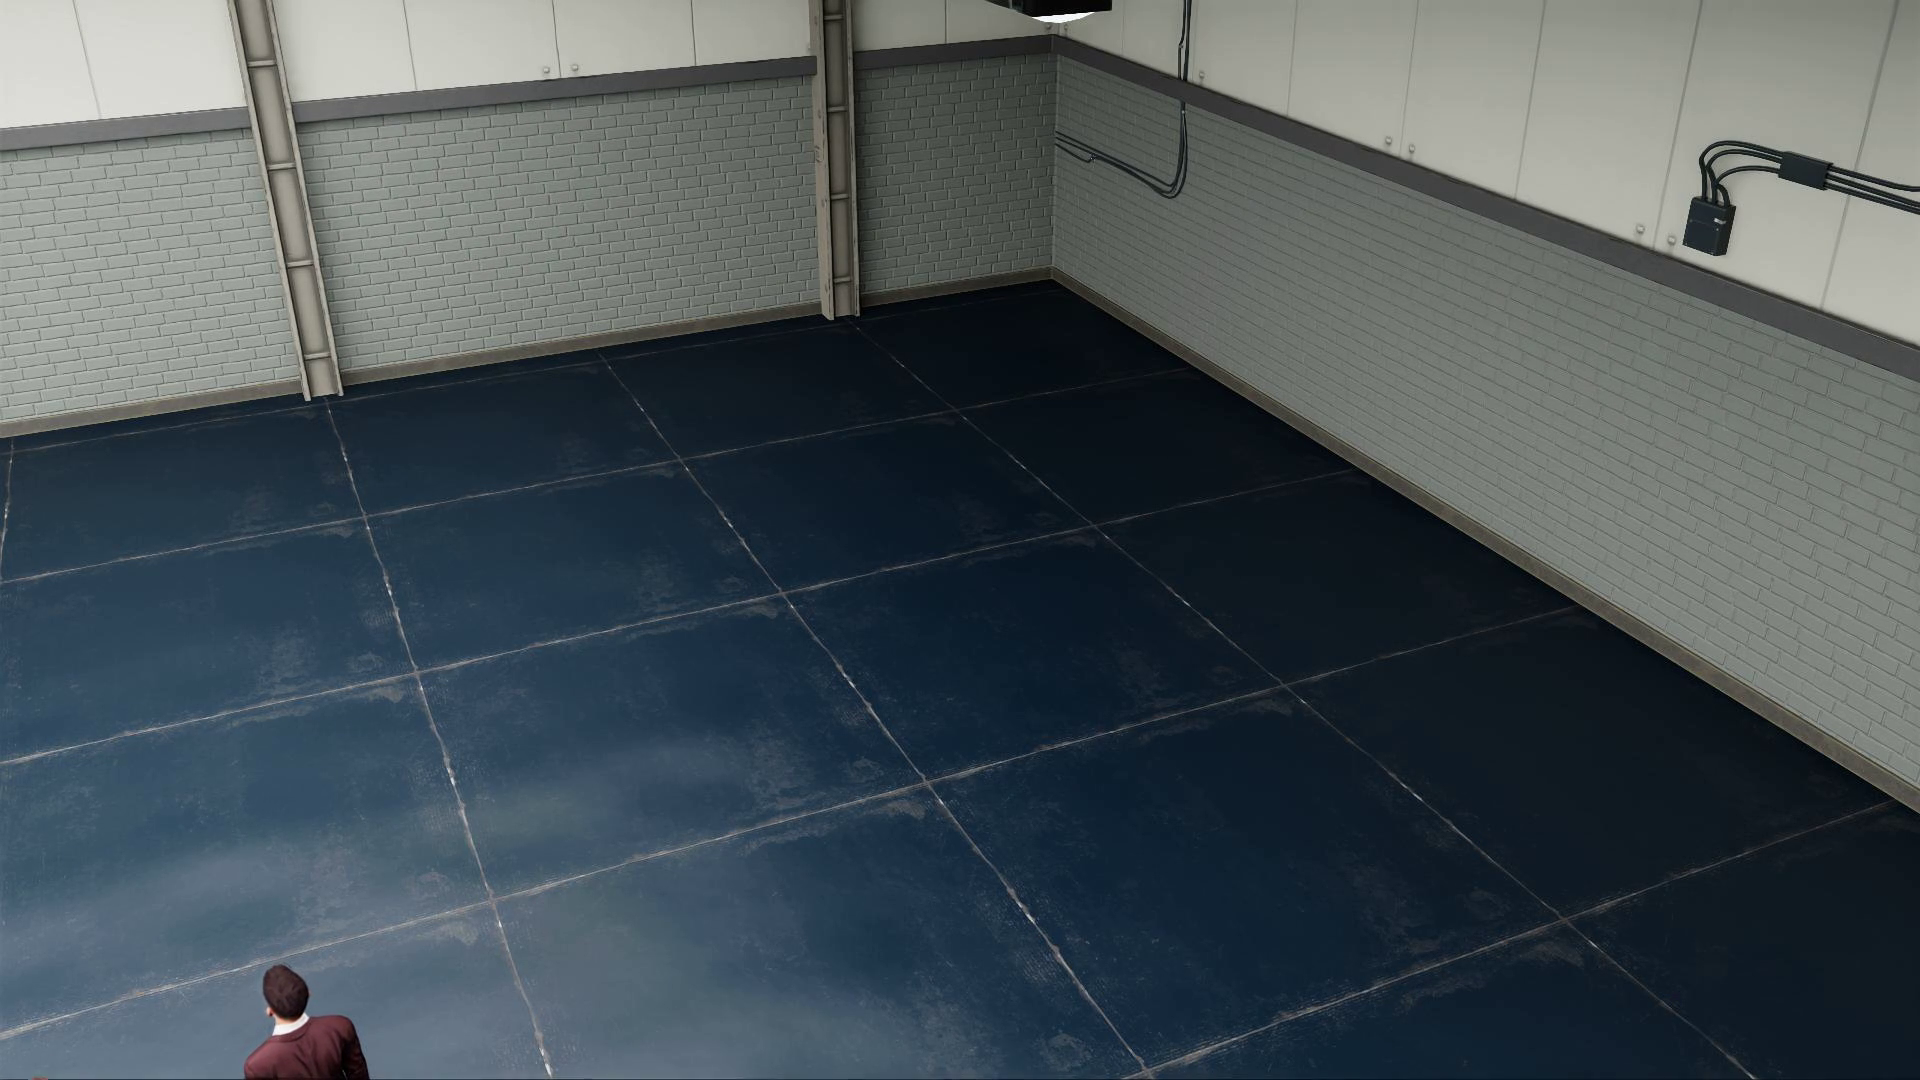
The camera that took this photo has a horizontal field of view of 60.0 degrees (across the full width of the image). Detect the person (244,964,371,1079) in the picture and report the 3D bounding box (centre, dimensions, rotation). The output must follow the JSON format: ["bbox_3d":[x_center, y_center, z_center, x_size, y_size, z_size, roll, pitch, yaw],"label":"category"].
[{"bbox_3d":[-2.937,2.696,7.618,0.650,1.872,0.810,-23,35,-37],"label":"person"}]
